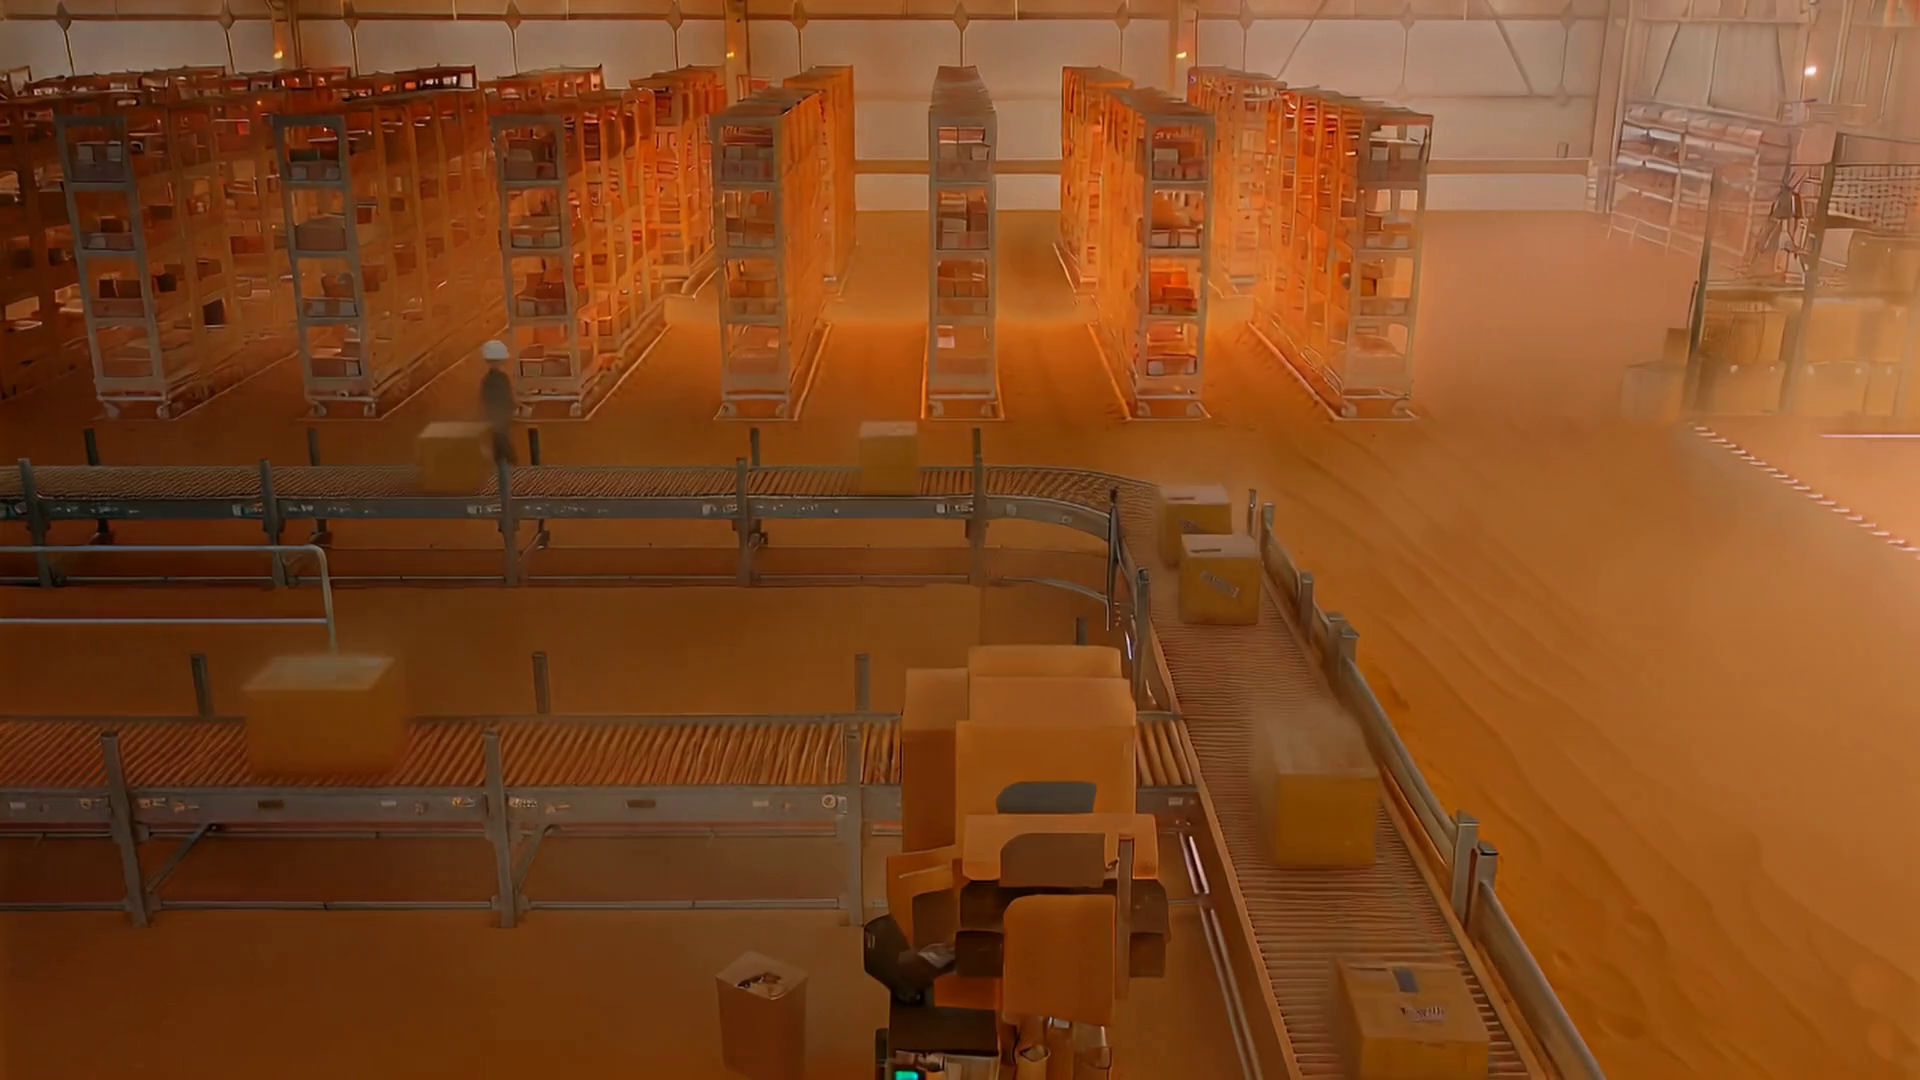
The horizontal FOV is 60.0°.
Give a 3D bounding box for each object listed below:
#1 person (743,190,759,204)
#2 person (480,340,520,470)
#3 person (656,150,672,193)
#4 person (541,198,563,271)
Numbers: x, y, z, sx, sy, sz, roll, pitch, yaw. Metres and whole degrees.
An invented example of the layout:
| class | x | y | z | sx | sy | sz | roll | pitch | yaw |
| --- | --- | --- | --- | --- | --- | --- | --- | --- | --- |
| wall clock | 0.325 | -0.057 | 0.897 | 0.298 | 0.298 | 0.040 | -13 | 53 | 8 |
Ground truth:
| class | x | y | z | sx | sy | sz | roll | pitch | yaw |
| --- | --- | --- | --- | --- | --- | --- | --- | --- | --- |
| person | -3.873 | -5.908 | 30.638 | 0.411 | 1.987 | 0.607 | -4 | 18 | -12 |
| person | -4.540 | -1.100 | 16.210 | 0.796 | 1.740 | 0.524 | 0 | 18 | 1 |
| person | -6.298 | -7.426 | 35.586 | 0.859 | 1.816 | 0.569 | -2 | 18 | -7 |
| person | -6.471 | -4.587 | 26.795 | 0.590 | 1.837 | 0.404 | -6 | 19 | -18 |
